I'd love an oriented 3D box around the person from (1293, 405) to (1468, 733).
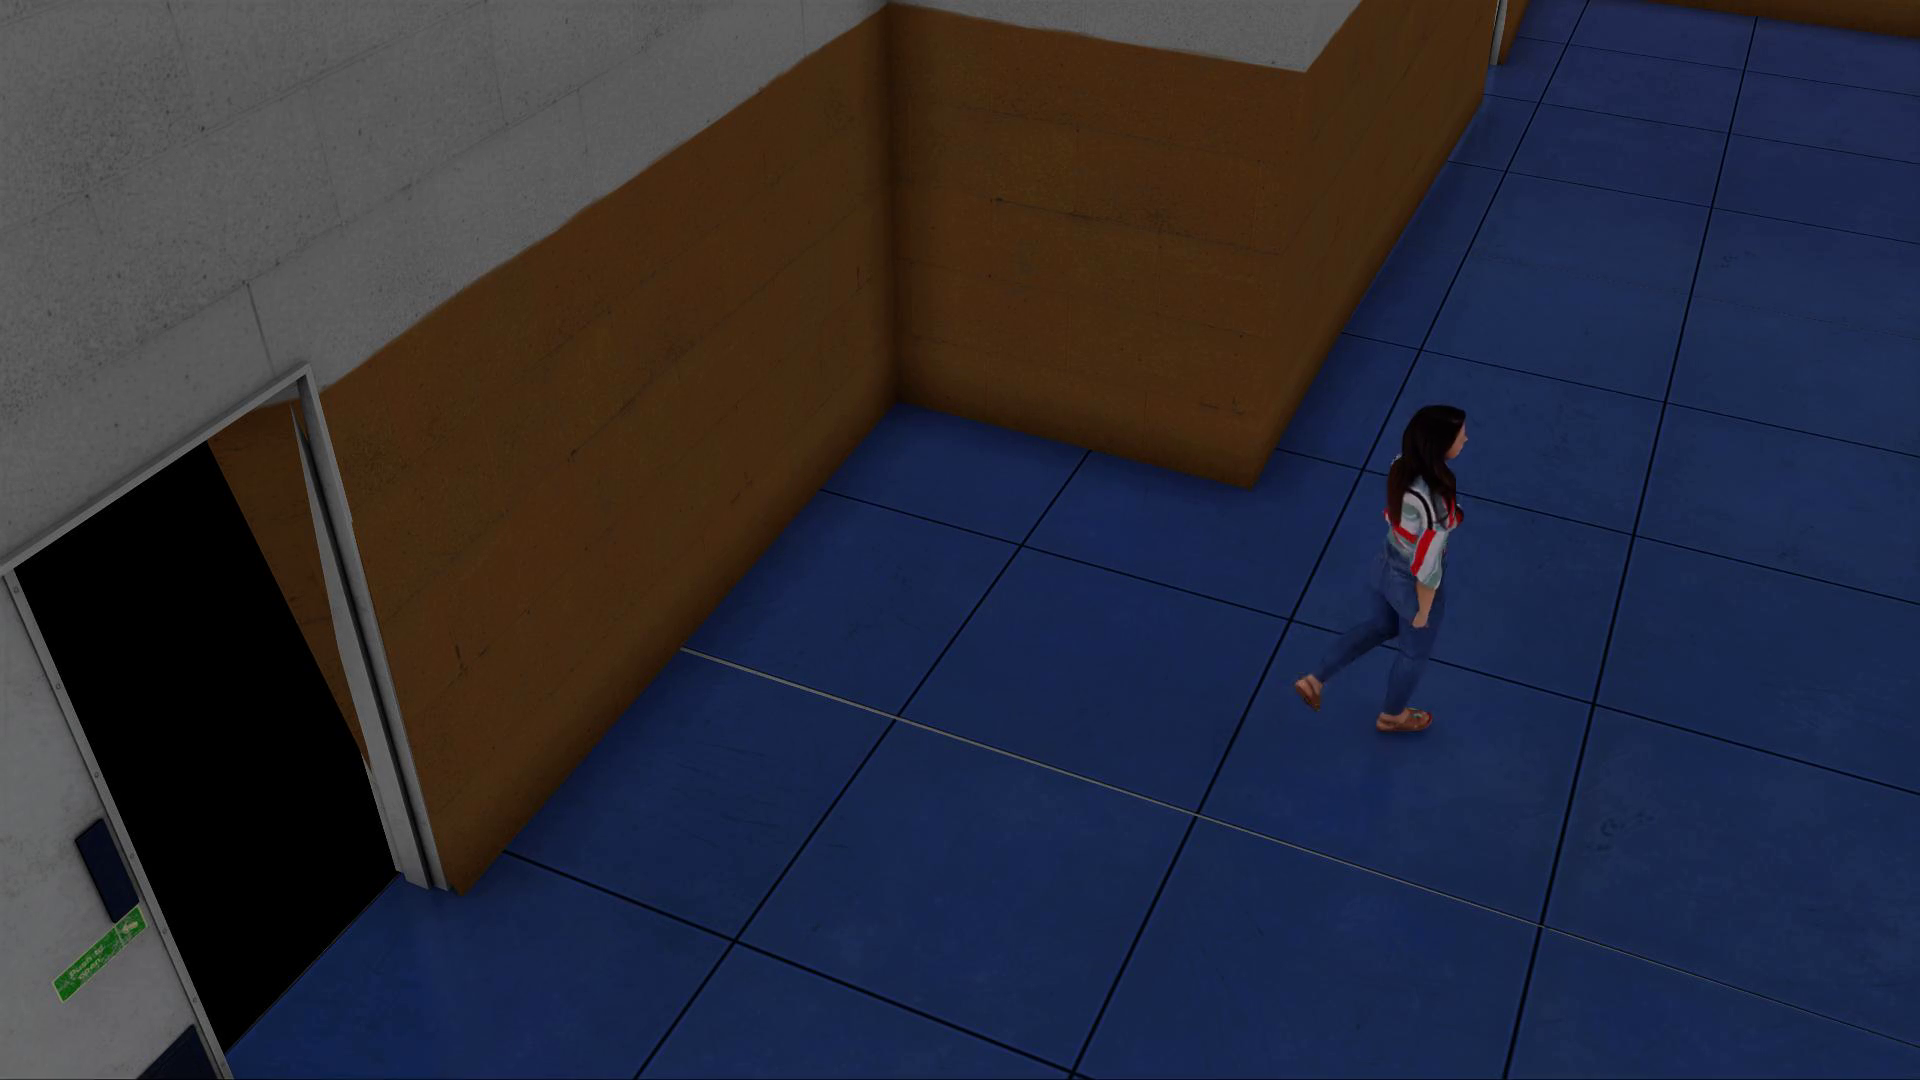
[{"bbox_3d":[1.675,0.159,6.518,0.954,1.593,0.863,-7,38,-10],"label":"person"}]
